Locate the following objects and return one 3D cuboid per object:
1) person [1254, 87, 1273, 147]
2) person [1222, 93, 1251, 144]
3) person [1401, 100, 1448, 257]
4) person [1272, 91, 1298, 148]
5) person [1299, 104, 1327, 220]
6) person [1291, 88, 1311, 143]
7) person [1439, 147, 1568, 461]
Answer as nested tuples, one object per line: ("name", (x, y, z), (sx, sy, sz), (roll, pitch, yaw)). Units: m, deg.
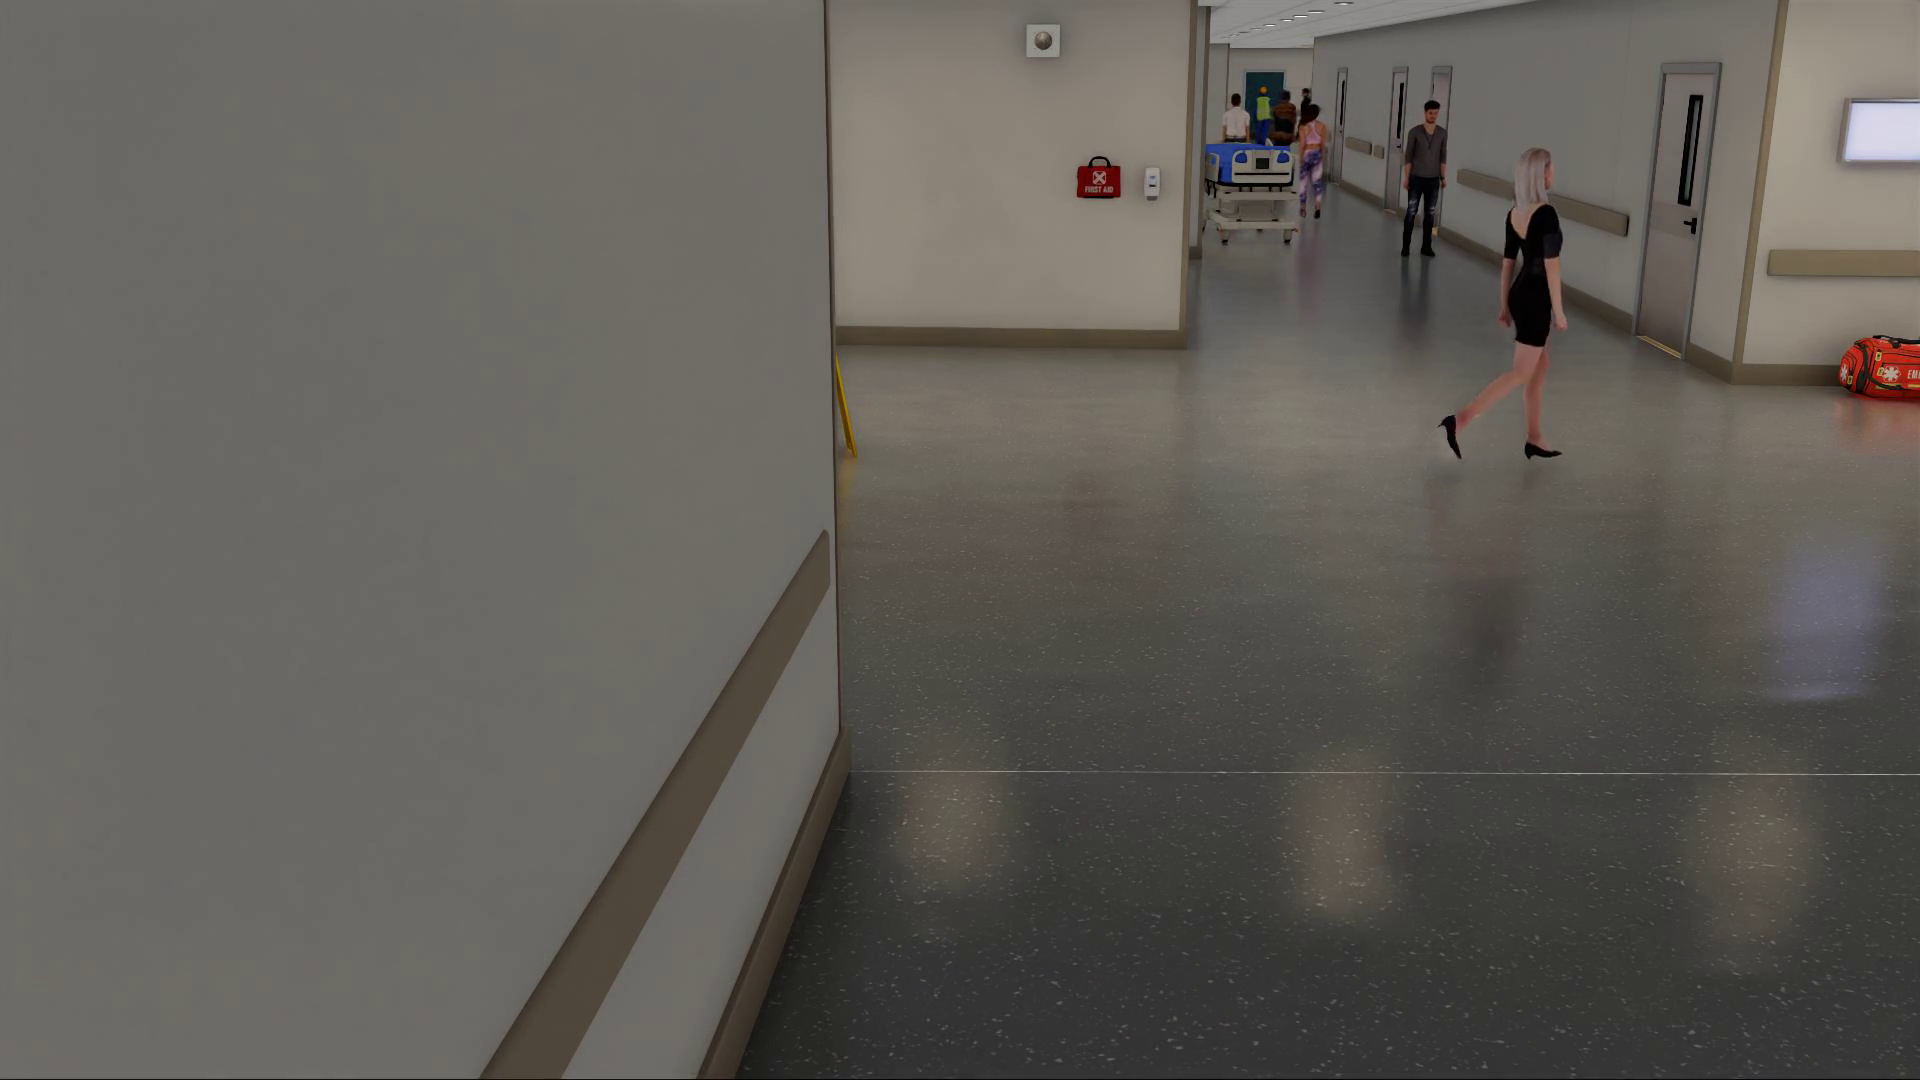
("person", (8.810, -12.226, 48.353), (1.062, 1.772, 0.778), (3, 16, 10))
("person", (5.133, -7.373, 31.017), (1.030, 1.840, 0.878), (5, 16, 17))
("person", (5.806, -4.527, 20.813), (0.543, 1.899, 0.776), (0, 16, -1))
("person", (7.066, -8.872, 36.362), (1.071, 1.783, 0.903), (6, 17, 19))
("person", (5.446, -5.800, 25.632), (1.098, 1.733, 0.642), (2, 16, 7))
("person", (11.110, -13.544, 53.166), (1.048, 1.698, 0.806), (-2, 16, -9))
("person", (3.184, -1.294, 9.521), (1.162, 1.803, 0.815), (-3, 16, -12))
